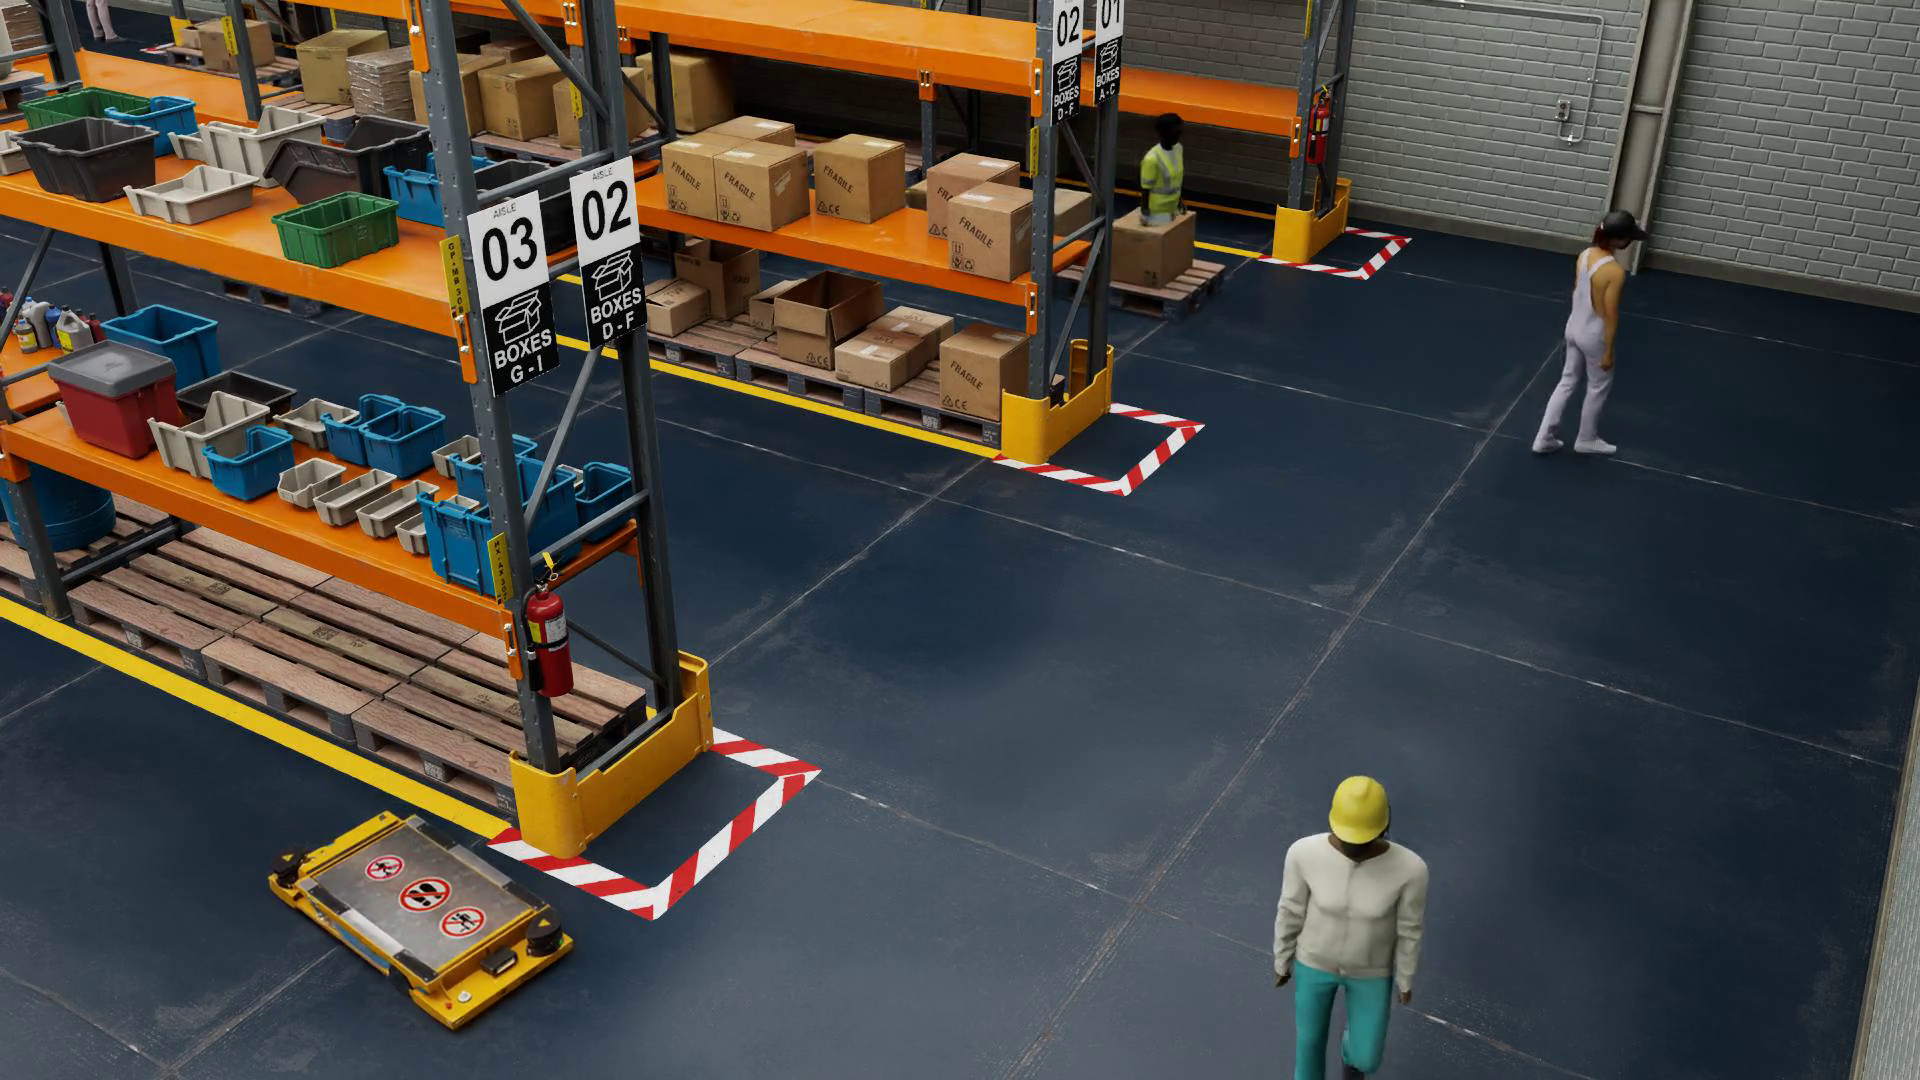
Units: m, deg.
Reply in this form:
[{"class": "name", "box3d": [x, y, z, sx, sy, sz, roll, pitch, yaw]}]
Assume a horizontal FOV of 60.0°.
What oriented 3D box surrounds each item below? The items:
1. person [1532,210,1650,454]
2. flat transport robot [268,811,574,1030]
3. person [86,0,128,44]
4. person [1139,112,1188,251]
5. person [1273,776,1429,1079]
[{"class": "person", "box3d": [4.402, -1.434, 11.600, 0.625, 1.830, 0.580, -10, 31, -17]}, {"class": "flat transport robot", "box3d": [-2.491, 1.678, 7.622, 1.431, 0.231, 0.659, 22, 36, 34]}, {"class": "person", "box3d": [-12.080, -7.854, 23.111, 0.563, 1.841, 0.396, 18, 34, 29]}, {"class": "person", "box3d": [1.730, -2.857, 14.307, 0.402, 1.682, 0.540, 18, 34, 29]}, {"class": "person", "box3d": [1.443, 1.581, 6.266, 0.536, 1.753, 0.433, 8, 30, 14]}]
